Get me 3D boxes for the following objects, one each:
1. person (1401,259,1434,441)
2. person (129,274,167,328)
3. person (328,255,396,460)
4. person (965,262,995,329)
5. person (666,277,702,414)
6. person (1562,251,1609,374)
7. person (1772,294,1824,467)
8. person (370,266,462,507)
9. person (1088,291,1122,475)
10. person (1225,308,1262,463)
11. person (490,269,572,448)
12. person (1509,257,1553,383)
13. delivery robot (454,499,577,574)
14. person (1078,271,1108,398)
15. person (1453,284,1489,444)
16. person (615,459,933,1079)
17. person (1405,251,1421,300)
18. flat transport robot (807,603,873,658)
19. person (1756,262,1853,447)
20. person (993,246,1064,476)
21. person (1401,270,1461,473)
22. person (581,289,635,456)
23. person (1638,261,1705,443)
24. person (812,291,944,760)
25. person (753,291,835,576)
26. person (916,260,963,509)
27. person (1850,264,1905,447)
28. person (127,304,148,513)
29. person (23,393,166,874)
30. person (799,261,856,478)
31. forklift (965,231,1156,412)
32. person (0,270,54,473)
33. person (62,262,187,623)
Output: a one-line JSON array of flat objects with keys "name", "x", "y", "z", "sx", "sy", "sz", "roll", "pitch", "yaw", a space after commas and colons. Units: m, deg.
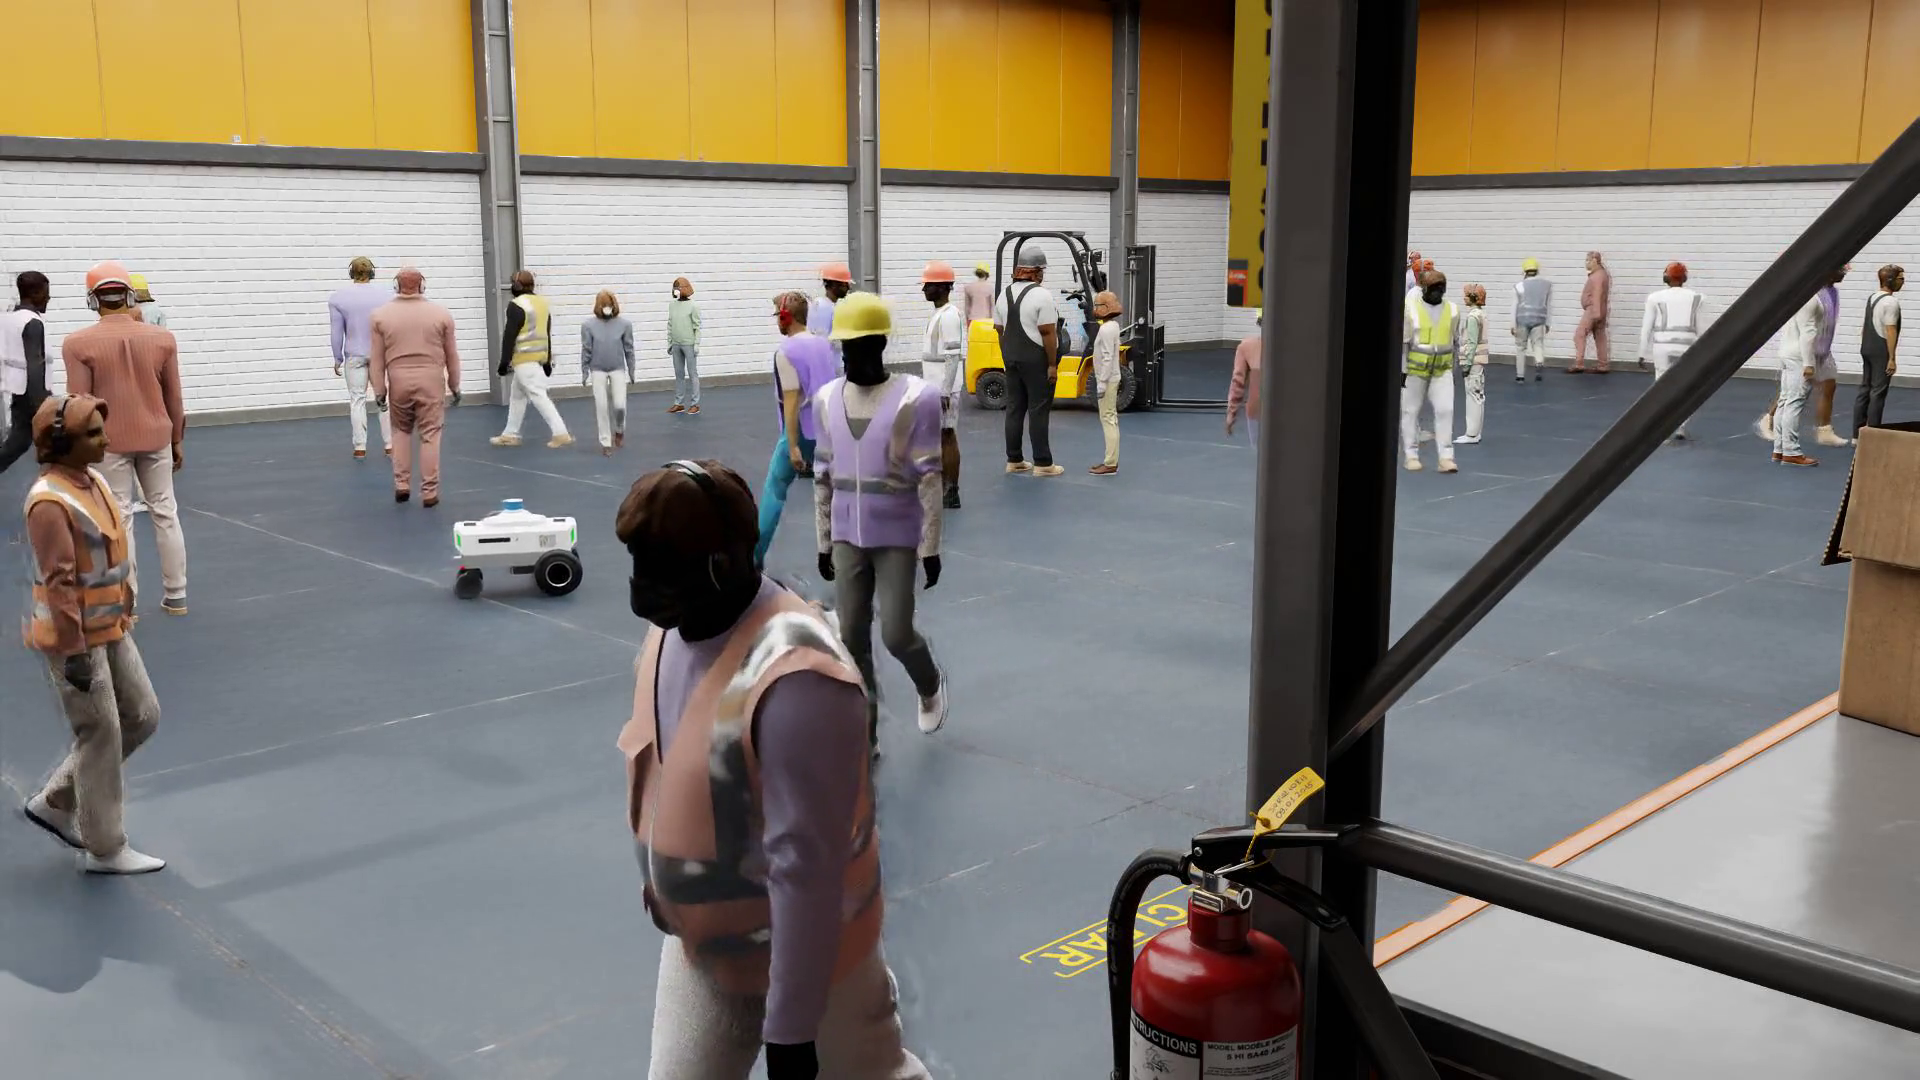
[{"name": "person", "x": 4.797, "y": -1.981, "z": 17.378, "sx": 0.355, "sy": 1.882, "sz": 0.576, "roll": 2, "pitch": 11, "yaw": 10}, {"name": "person", "x": -8.225, "y": -1.798, "z": 16.762, "sx": 0.485, "sy": 1.744, "sz": 0.295, "roll": -7, "pitch": 13, "yaw": -35}, {"name": "person", "x": -5.657, "y": -1.733, "z": 15.870, "sx": 0.633, "sy": 1.938, "sz": 0.356, "roll": -4, "pitch": 11, "yaw": -19}, {"name": "person", "x": 0.330, "y": -3.260, "z": 24.786, "sx": 0.531, "sy": 1.726, "sz": 0.893, "roll": 3, "pitch": 11, "yaw": 14}, {"name": "person", "x": -3.317, "y": -2.330, "z": 19.960, "sx": 0.498, "sy": 1.633, "sz": 0.282, "roll": 6, "pitch": 12, "yaw": 31}, {"name": "person", "x": 9.682, "y": -3.494, "z": 25.650, "sx": 0.776, "sy": 1.881, "sz": 0.667, "roll": 6, "pitch": 12, "yaw": 31}, {"name": "person", "x": 7.813, "y": -1.654, "z": 15.460, "sx": 0.370, "sy": 1.934, "sz": 0.627, "roll": 2, "pitch": 11, "yaw": 13}, {"name": "person", "x": -4.291, "y": -1.214, "z": 13.179, "sx": 0.659, "sy": 1.887, "sz": 0.609, "roll": -2, "pitch": 11, "yaw": -11}, {"name": "person", "x": 1.304, "y": -1.400, "z": 14.890, "sx": 0.271, "sy": 1.632, "sz": 0.508, "roll": 2, "pitch": 11, "yaw": 11}, {"name": "person", "x": 2.132, "y": -0.848, "z": 11.610, "sx": 0.553, "sy": 1.718, "sz": 0.886, "roll": 5, "pitch": 12, "yaw": 27}, {"name": "person", "x": -4.323, "y": -1.816, "z": 16.724, "sx": 0.956, "sy": 1.800, "sz": 0.613, "roll": 2, "pitch": 11, "yaw": 10}, {"name": "person", "x": 8.190, "y": -3.141, "z": 23.880, "sx": 0.606, "sy": 1.814, "sz": 0.631, "roll": 1, "pitch": 10, "yaw": 6}, {"name": "delivery robot", "x": -2.663, "y": -0.004, "z": 9.963, "sx": 0.707, "sy": 0.478, "sz": 0.477, "roll": -3, "pitch": 11, "yaw": -15}, {"name": "person", "x": 1.830, "y": -2.674, "z": 21.745, "sx": 0.865, "sy": 1.651, "sz": 0.546, "roll": -1, "pitch": 10, "yaw": -6}, {"name": "person", "x": 5.259, "y": -1.802, "z": 17.061, "sx": 0.312, "sy": 1.642, "sz": 0.512, "roll": 5, "pitch": 12, "yaw": 26}, {"name": "person", "x": -0.323, "y": 0.713, "z": 3.050, "sx": 1.038, "sy": 1.763, "sz": 0.627, "roll": -8, "pitch": 13, "yaw": -39}, {"name": "person", "x": 6.412, "y": -3.160, "z": 23.745, "sx": 0.641, "sy": 1.908, "sz": 0.407, "roll": -10, "pitch": 14, "yaw": -43}, {"name": "flat transport robot", "x": -0.869, "y": 0.522, "z": 8.124, "sx": 0.652, "sy": 0.197, "sz": 1.431, "roll": -3, "pitch": 11, "yaw": -14}, {"name": "person", "x": 8.658, "y": -1.965, "z": 16.971, "sx": 0.620, "sy": 2.005, "sz": 0.884, "roll": -8, "pitch": 13, "yaw": -36}, {"name": "person", "x": 0.661, "y": -1.601, "z": 14.873, "sx": 0.536, "sy": 2.000, "sz": 0.676, "roll": -9, "pitch": 14, "yaw": -41}, {"name": "person", "x": 4.221, "y": -1.492, "z": 14.900, "sx": 0.632, "sy": 1.816, "sz": 0.796, "roll": 0, "pitch": 10, "yaw": -2}, {"name": "person", "x": -3.408, "y": -1.621, "z": 16.124, "sx": 0.512, "sy": 1.616, "sz": 0.399, "roll": -2, "pitch": 11, "yaw": -13}, {"name": "person", "x": 7.329, "y": -1.929, "z": 17.141, "sx": 0.599, "sy": 1.864, "sz": 0.476, "roll": 1, "pitch": 10, "yaw": 5}, {"name": "person", "x": -0.309, "y": -0.040, "z": 6.701, "sx": 0.596, "sy": 1.913, "sz": 0.568, "roll": 5, "pitch": 12, "yaw": 26}, {"name": "person", "x": -0.995, "y": -0.649, "z": 10.378, "sx": 0.993, "sy": 1.781, "sz": 0.555, "roll": 6, "pitch": 12, "yaw": 30}, {"name": "person", "x": -0.162, "y": -1.207, "z": 13.009, "sx": 0.361, "sy": 1.938, "sz": 0.545, "roll": -2, "pitch": 11, "yaw": -13}, {"name": "person", "x": 9.189, "y": -1.822, "z": 16.613, "sx": 0.339, "sy": 1.845, "sz": 0.507, "roll": 0, "pitch": 10, "yaw": 1}, {"name": "person", "x": -6.362, "y": -1.014, "z": 12.841, "sx": 0.415, "sy": 1.647, "sz": 0.526, "roll": 0, "pitch": 10, "yaw": -2}, {"name": "person", "x": -2.896, "y": 0.325, "z": 5.499, "sx": 0.392, "sy": 1.625, "sz": 0.532, "roll": -2, "pitch": 11, "yaw": -10}, {"name": "person", "x": -1.119, "y": -1.462, "z": 14.487, "sx": 0.685, "sy": 1.904, "sz": 0.624, "roll": -1, "pitch": 10, "yaw": -3}, {"name": "forklift", "x": 1.222, "y": -2.721, "z": 20.561, "sx": 2.313, "sy": 2.155, "sz": 1.214, "roll": 2, "pitch": 11, "yaw": 13}, {"name": "person", "x": -7.248, "y": -1.140, "z": 12.846, "sx": 0.964, "sy": 1.874, "sz": 0.599, "roll": -10, "pitch": 14, "yaw": -44}, {"name": "person", "x": -4.605, "y": -0.533, "z": 9.203, "sx": 0.609, "sy": 1.984, "sz": 0.398, "roll": -10, "pitch": 15, "yaw": -44}]
